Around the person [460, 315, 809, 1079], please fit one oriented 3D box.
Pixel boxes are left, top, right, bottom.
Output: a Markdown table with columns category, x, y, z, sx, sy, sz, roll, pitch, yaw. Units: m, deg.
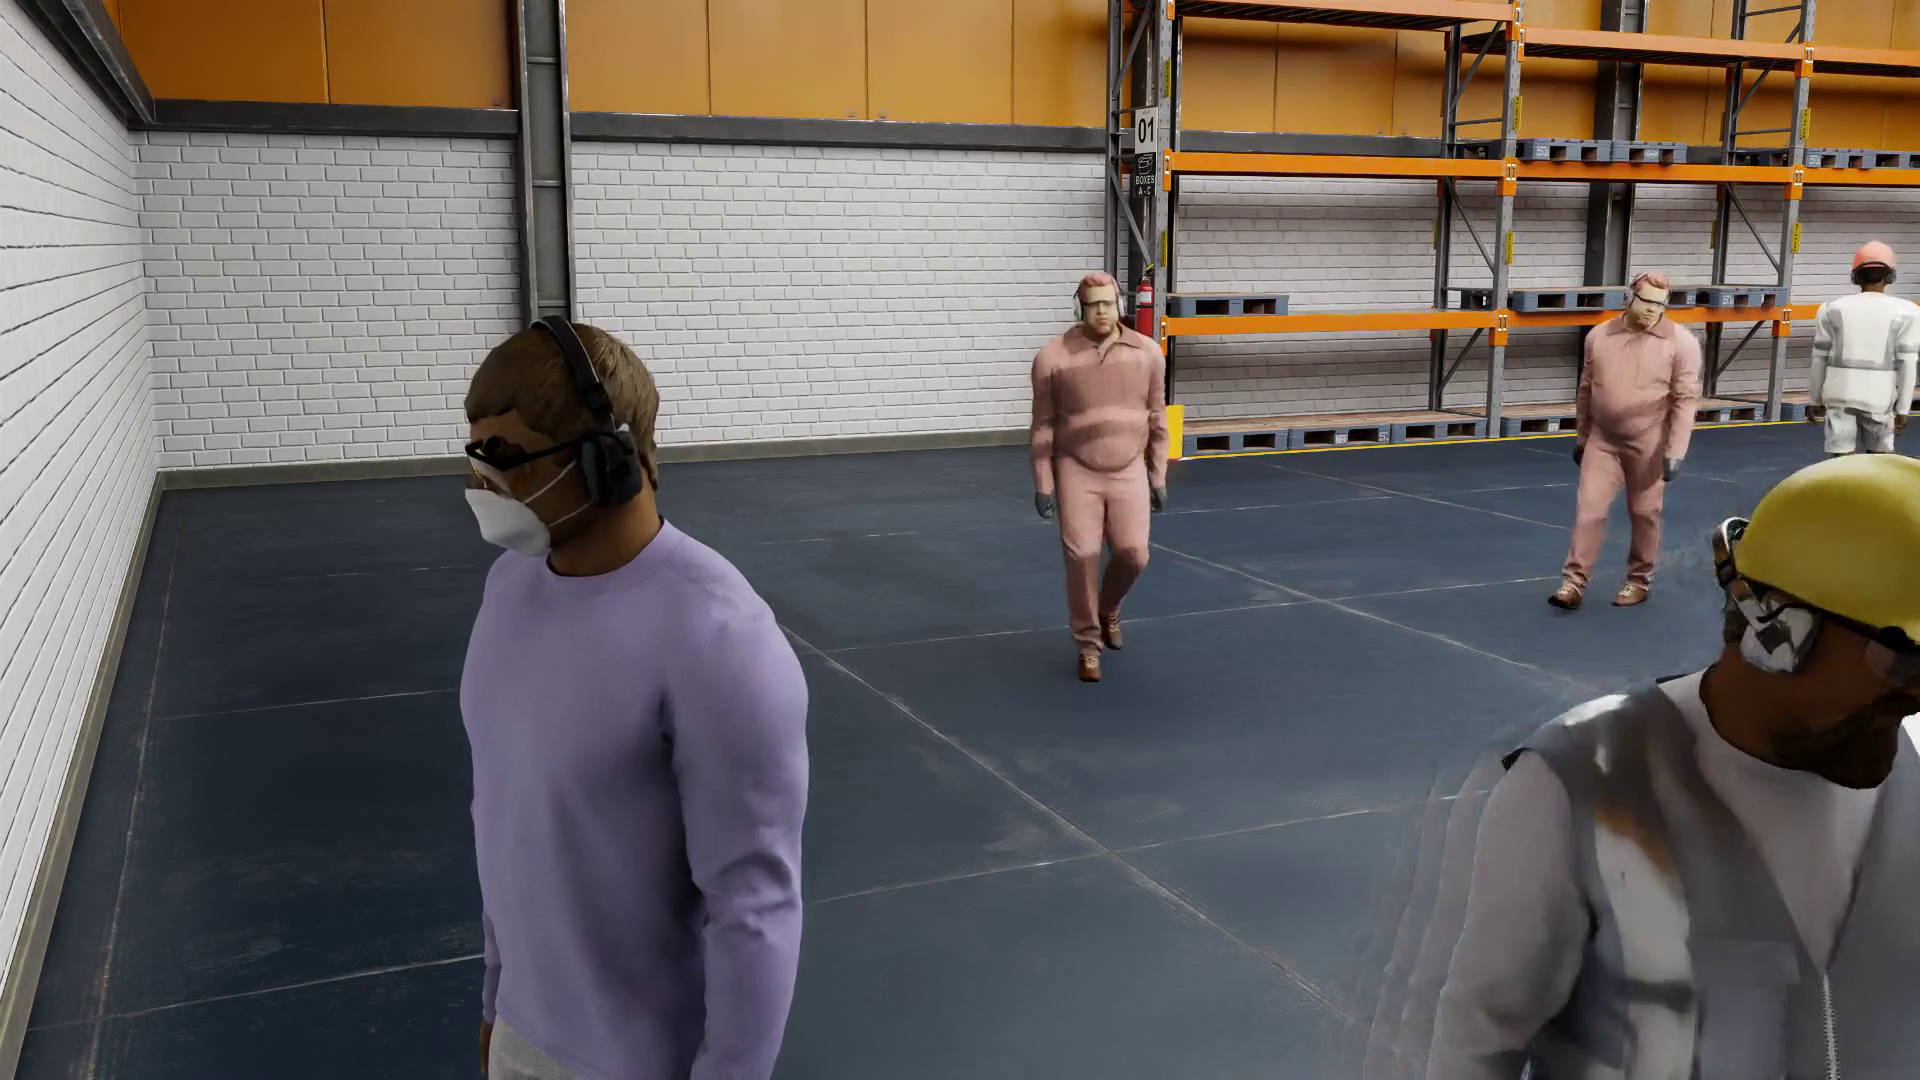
| category | x | y | z | sx | sy | sz | roll | pitch | yaw |
| --- | --- | --- | --- | --- | --- | --- | --- | --- | --- |
| person | -0.454 | 0.675 | 2.200 | 0.370 | 1.934 | 0.627 | -10 | 14 | -43 |

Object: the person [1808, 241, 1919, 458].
| category | x | y | z | sx | sy | sz | roll | pitch | yaw |
| --- | --- | --- | --- | --- | --- | --- | --- | --- | --- |
| person | 5.851 | -0.916 | 10.808 | 0.610 | 2.020 | 0.537 | 6 | 12 | 30 |

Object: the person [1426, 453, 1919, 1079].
| category | x | y | z | sx | sy | sz | roll | pitch | yaw |
| --- | --- | --- | --- | --- | --- | --- | --- | --- | --- |
| person | 0.919 | 0.789 | 1.957 | 0.835 | 1.800 | 0.429 | -1 | 10 | -6 |

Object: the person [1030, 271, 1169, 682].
| category | x | y | z | sx | sy | sz | roll | pitch | yaw |
| --- | --- | --- | --- | --- | --- | --- | --- | --- | --- |
| person | 0.644 | -0.306 | 7.786 | 0.660 | 1.886 | 0.547 | -1 | 10 | -5 |

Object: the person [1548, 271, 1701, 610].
| category | x | y | z | sx | sy | sz | roll | pitch | yaw |
| --- | --- | --- | --- | --- | --- | --- | --- | --- | --- |
| person | 3.577 | -0.513 | 9.024 | 0.680 | 1.859 | 0.920 | 10 | 14 | 43 |
